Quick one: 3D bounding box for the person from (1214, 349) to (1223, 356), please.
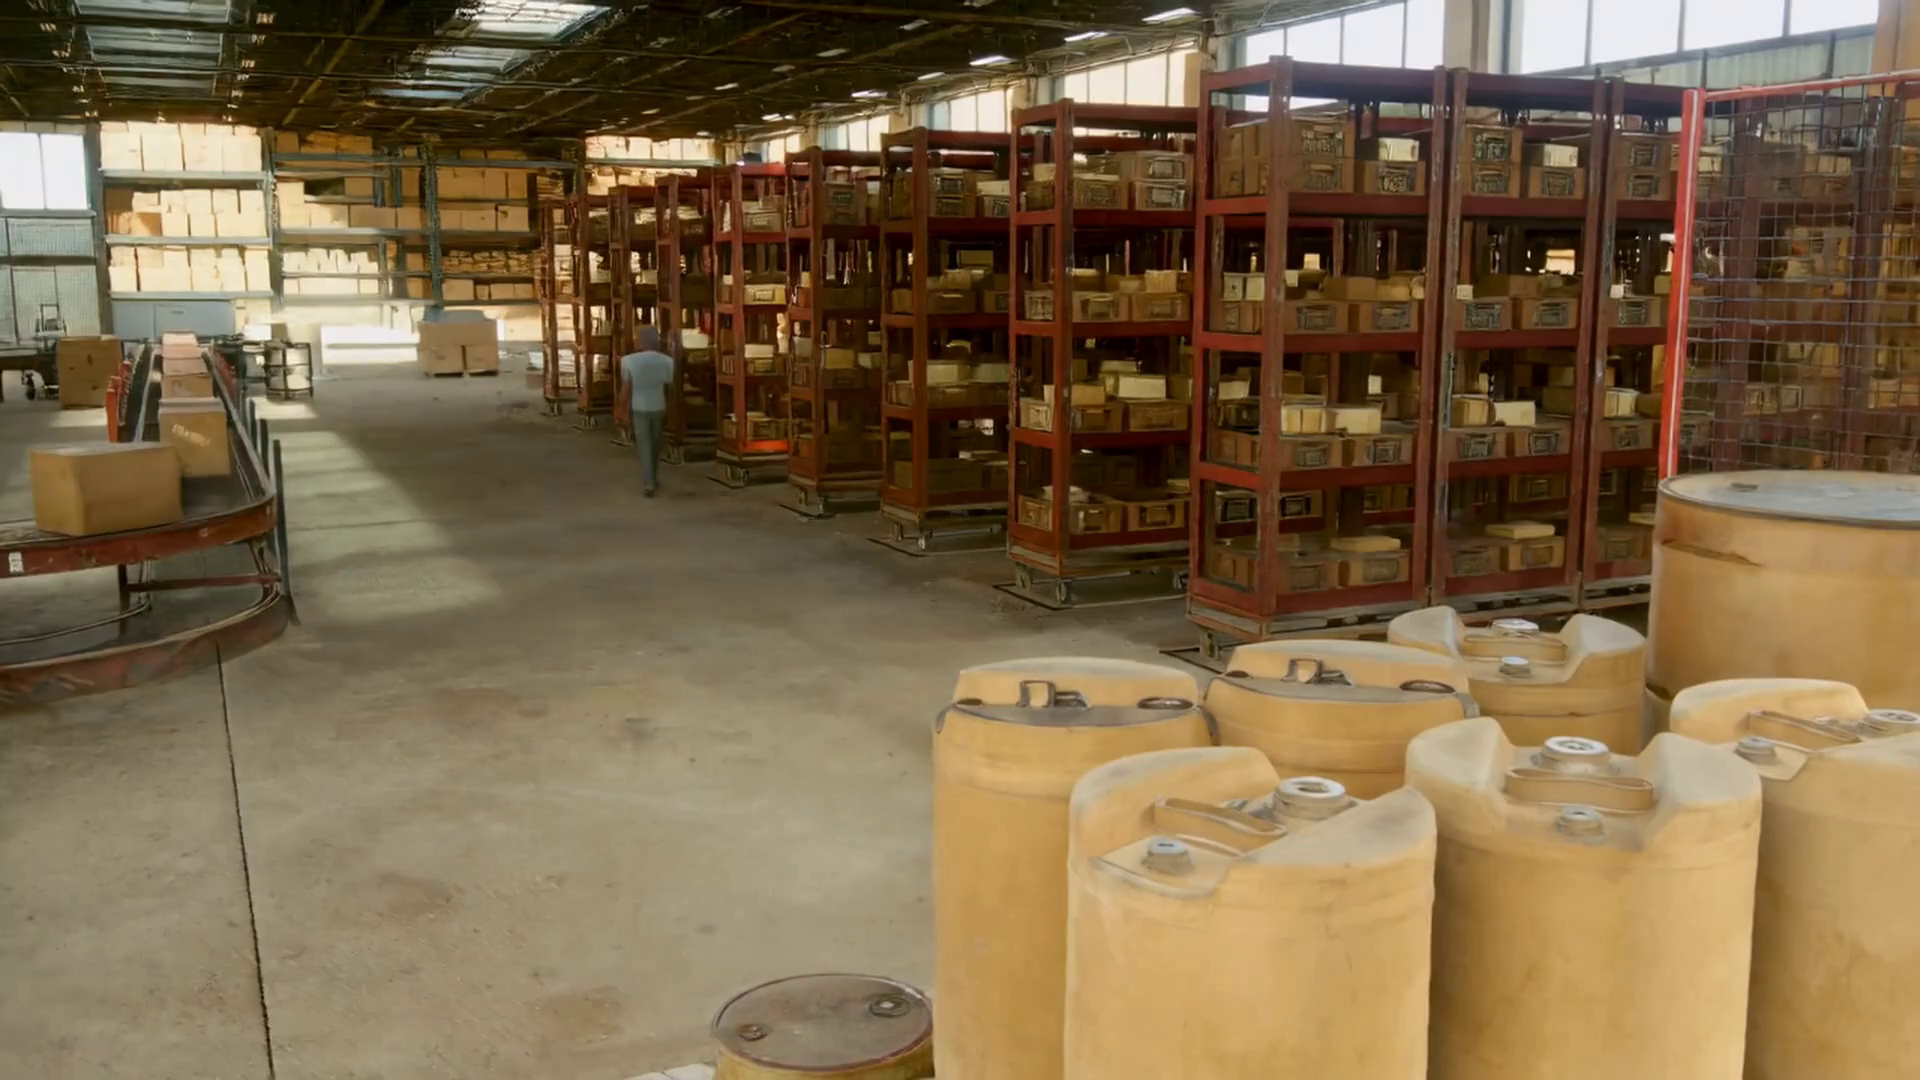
[{"bbox_3d":[3.378,-1.826,20.824,0.593,1.782,0.911,0,9,-1],"label":"person"}]

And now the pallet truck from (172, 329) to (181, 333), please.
[{"bbox_3d":[-17.275,-3.851,35.096,1.601,1.201,0.680,0,9,1],"label":"pallet truck"}]

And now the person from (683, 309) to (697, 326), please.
[{"bbox_3d":[-6.937,-5.494,42.942,0.626,1.988,0.432,-1,9,-6],"label":"person"}]

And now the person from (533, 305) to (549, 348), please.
[{"bbox_3d":[-12.614,-6.626,50.142,0.625,1.931,0.503,3,10,20],"label":"person"}]

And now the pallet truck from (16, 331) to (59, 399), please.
[{"bbox_3d":[-17.082,-3.353,31.781,1.630,1.274,0.653,-4,10,-25],"label":"pallet truck"}]

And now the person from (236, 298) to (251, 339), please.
[{"bbox_3d":[-18.313,-5.311,42.526,0.346,1.762,0.524,3,10,17],"label":"person"}]

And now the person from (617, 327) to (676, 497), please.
[{"bbox_3d":[-3.400,-1.388,17.995,0.588,1.816,0.799,-4,10,-24],"label":"person"}]
